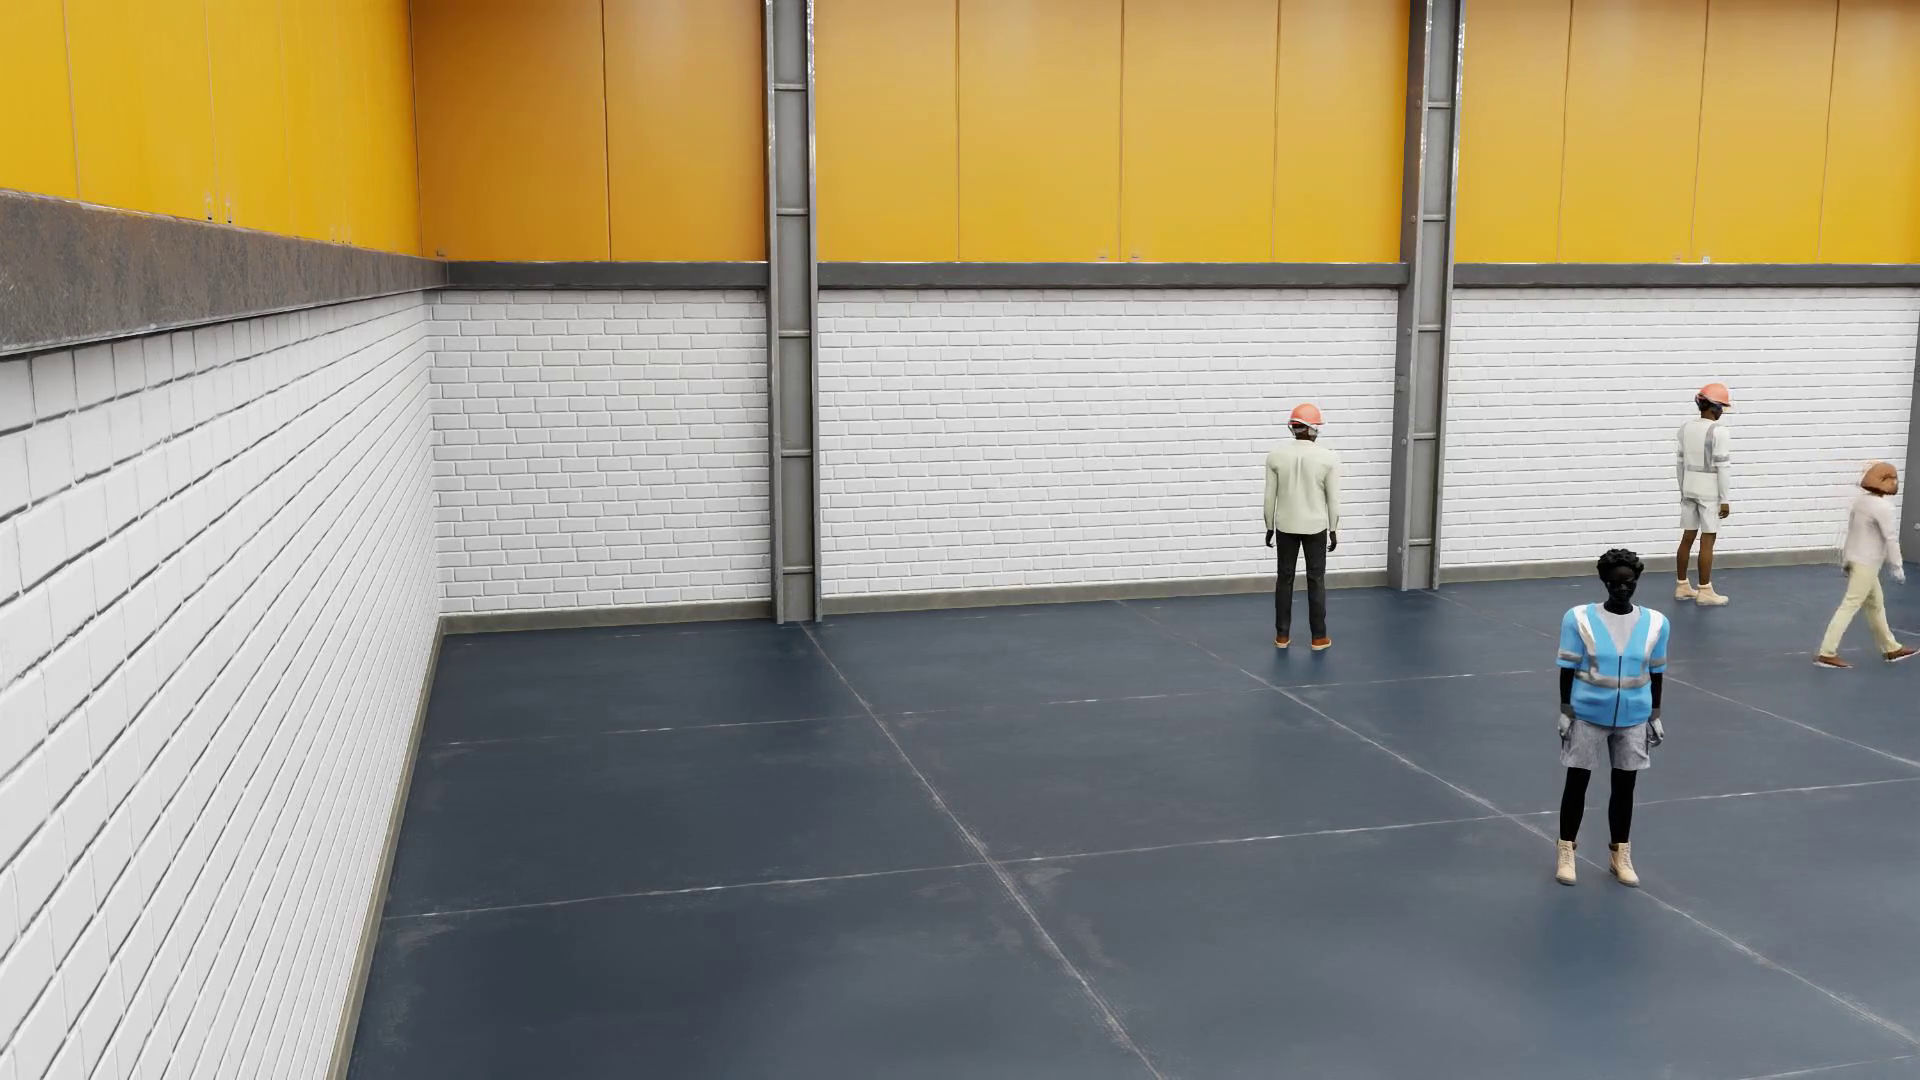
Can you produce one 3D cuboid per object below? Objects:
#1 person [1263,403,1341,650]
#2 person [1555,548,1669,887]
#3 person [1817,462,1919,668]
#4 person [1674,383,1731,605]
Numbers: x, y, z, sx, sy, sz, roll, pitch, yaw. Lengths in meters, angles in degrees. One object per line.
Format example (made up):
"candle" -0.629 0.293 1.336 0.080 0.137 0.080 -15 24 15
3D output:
"person" 2.760 -0.106 13.436 0.613 1.991 0.392 4 10 22
"person" 3.213 0.874 8.233 0.530 1.696 0.321 1 9 7
"person" 7.030 0.203 12.743 0.854 1.588 0.518 1 9 6
"person" 6.844 -0.423 15.270 0.381 2.039 0.606 -3 10 -19
